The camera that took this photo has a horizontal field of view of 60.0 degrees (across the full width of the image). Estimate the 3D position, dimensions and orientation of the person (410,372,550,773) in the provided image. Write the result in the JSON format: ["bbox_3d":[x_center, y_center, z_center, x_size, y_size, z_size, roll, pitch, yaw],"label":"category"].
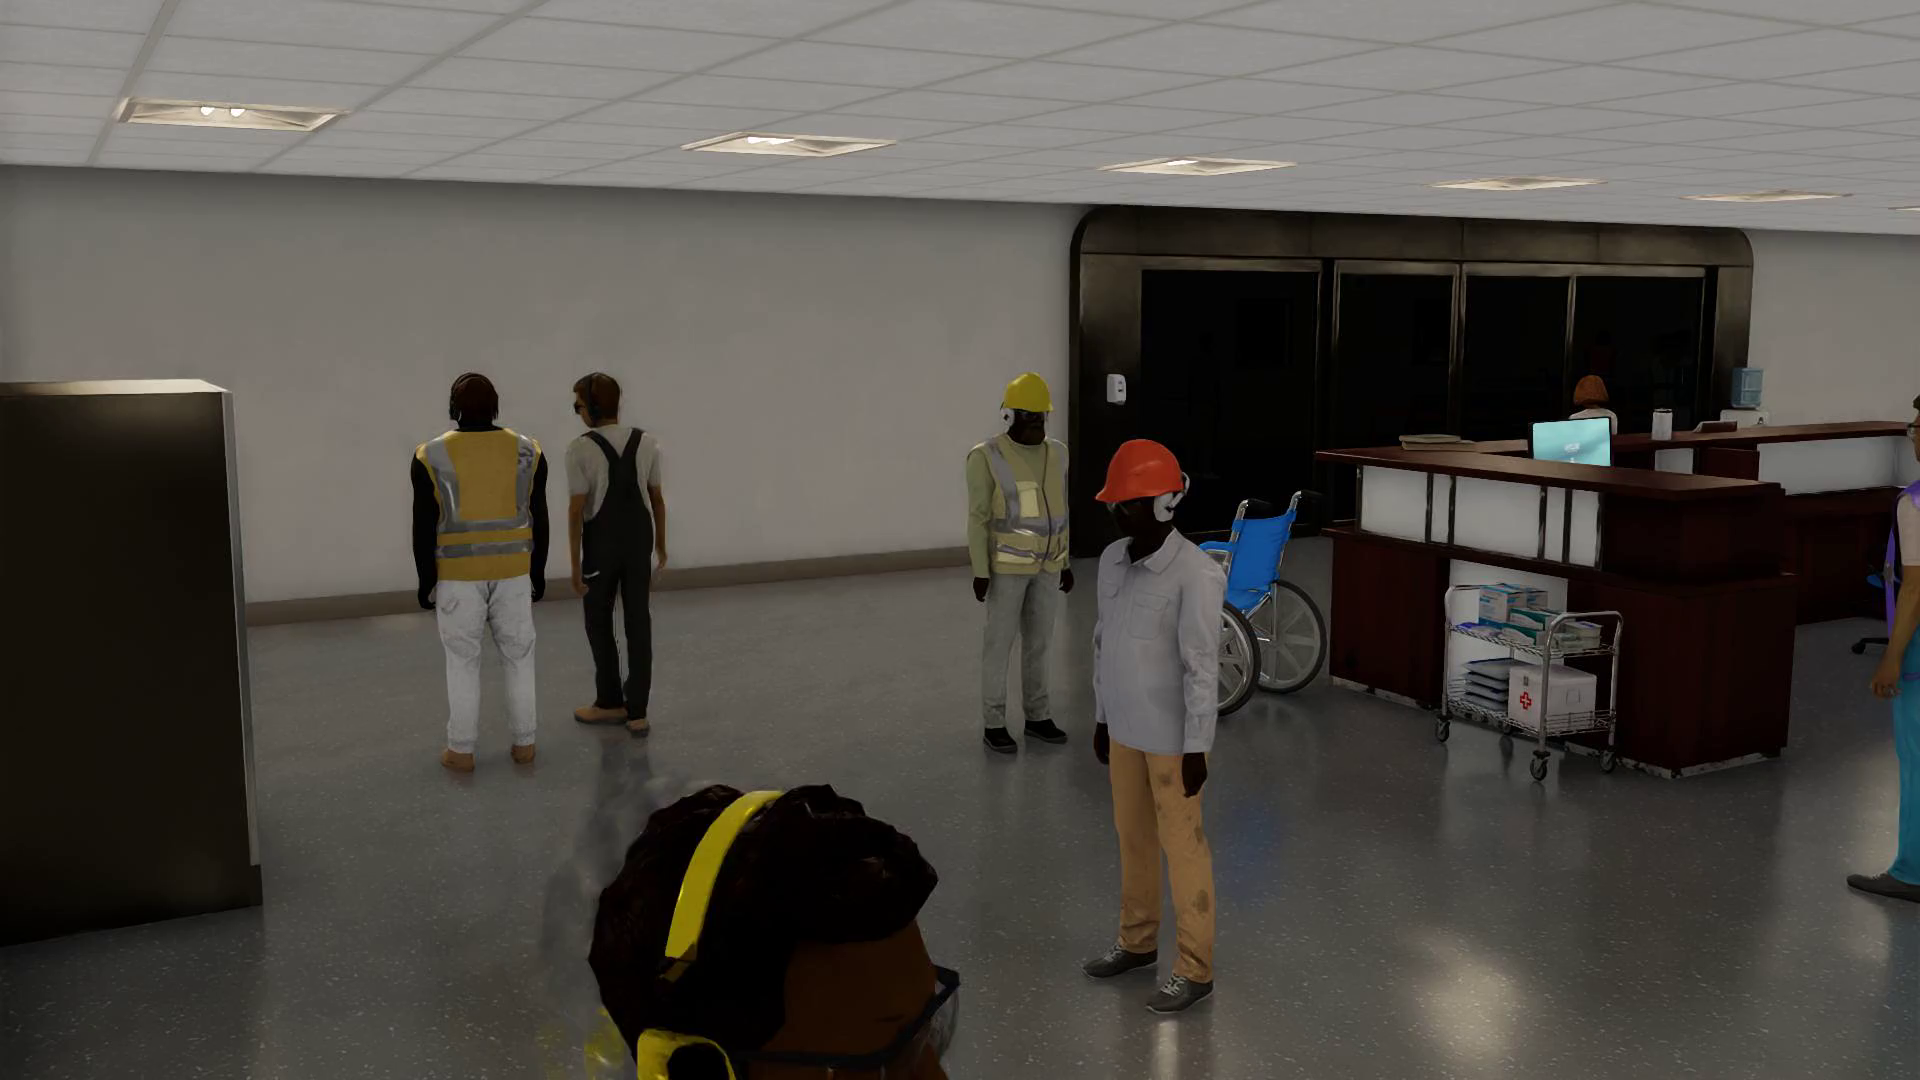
[{"bbox_3d":[-2.216,0.150,7.704,0.625,1.846,0.429,-4,9,-29],"label":"person"}]

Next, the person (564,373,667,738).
[{"bbox_3d":[-1.707,0.068,8.373,0.622,1.816,0.554,-5,9,-33],"label":"person"}]

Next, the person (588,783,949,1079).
[{"bbox_3d":[-0.170,1.049,1.257,0.954,1.836,0.520,3,8,20],"label":"person"}]

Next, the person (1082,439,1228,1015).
[{"bbox_3d":[0.572,0.559,5.107,0.361,1.742,0.563,-5,9,-30],"label":"person"}]

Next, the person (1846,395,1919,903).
[{"bbox_3d":[3.515,0.388,5.975,0.564,1.846,0.390,-5,9,-32],"label":"person"}]

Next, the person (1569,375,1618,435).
[{"bbox_3d":[4.845,-0.452,12.815,0.503,1.632,0.271,-4,9,-28],"label":"person"}]

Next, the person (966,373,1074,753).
[{"bbox_3d":[0.314,0.105,8.073,0.602,1.828,0.404,-5,10,-34],"label":"person"}]
